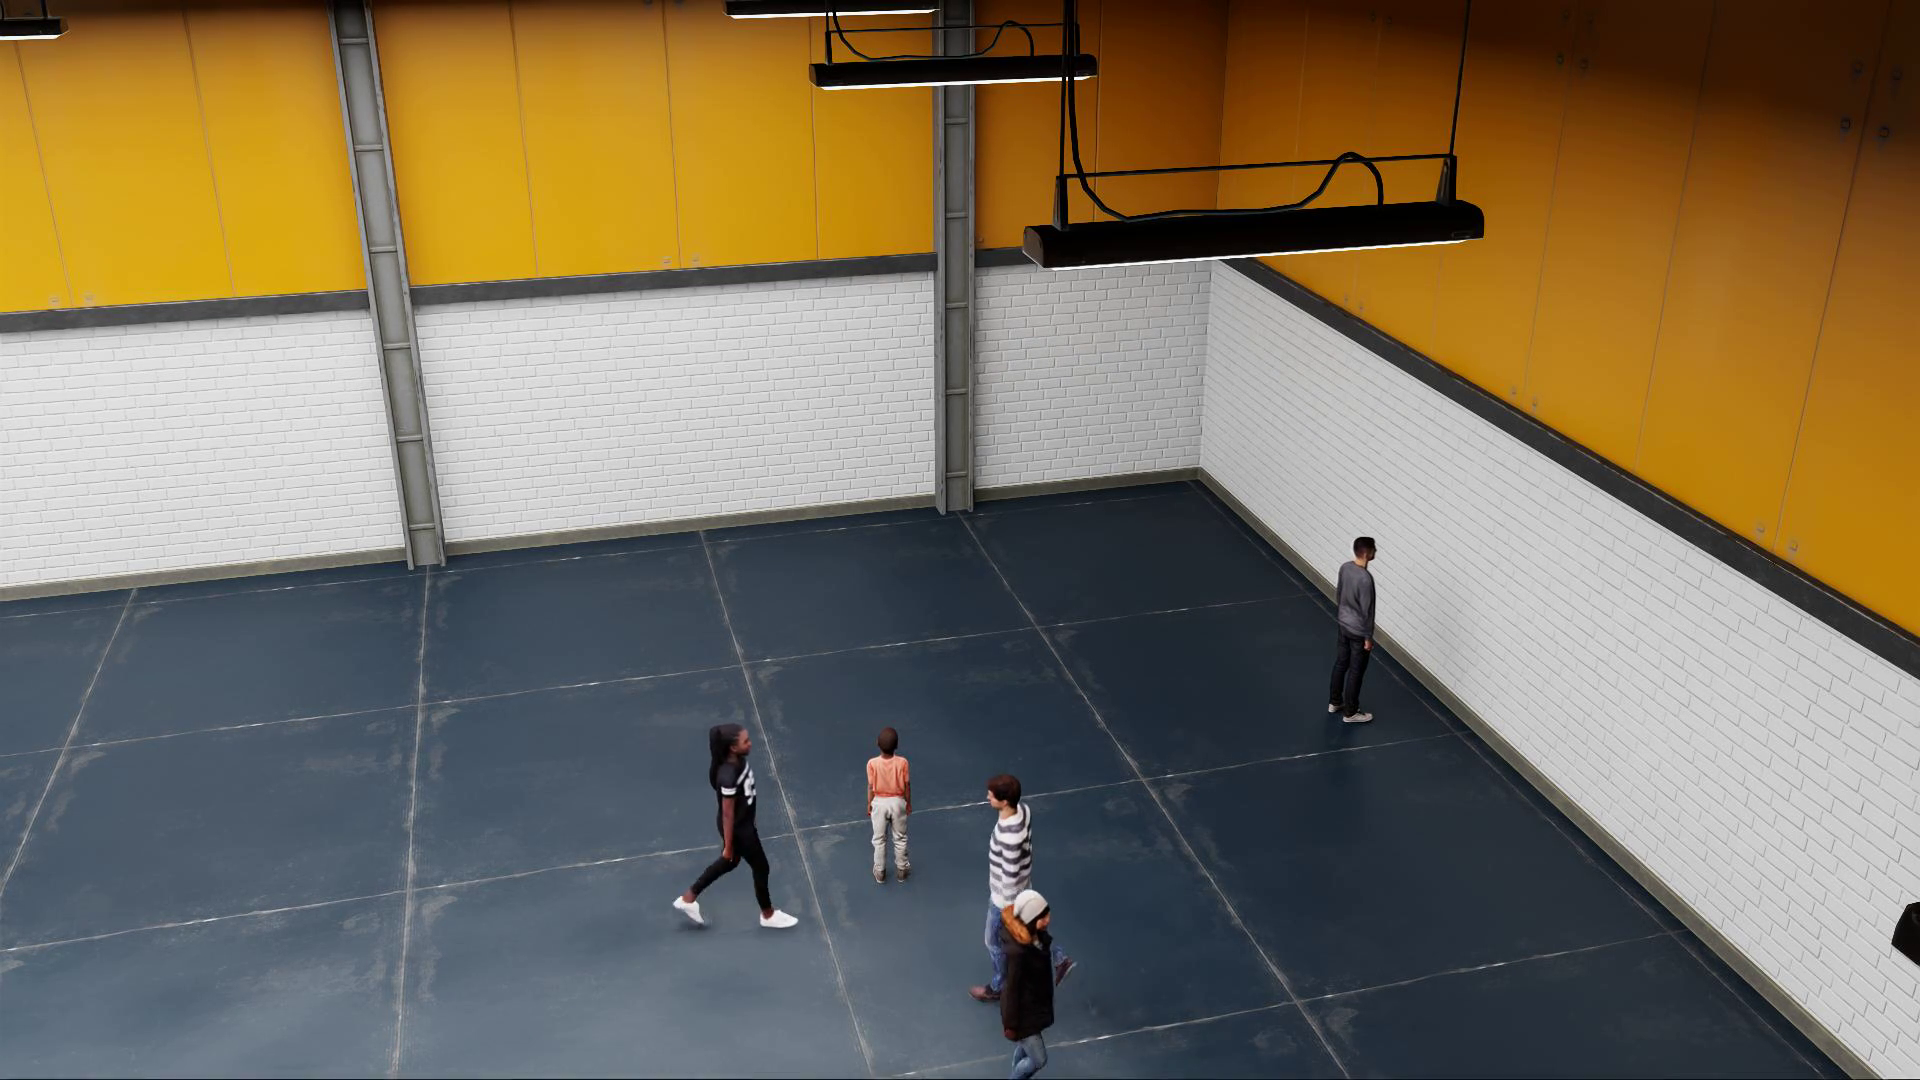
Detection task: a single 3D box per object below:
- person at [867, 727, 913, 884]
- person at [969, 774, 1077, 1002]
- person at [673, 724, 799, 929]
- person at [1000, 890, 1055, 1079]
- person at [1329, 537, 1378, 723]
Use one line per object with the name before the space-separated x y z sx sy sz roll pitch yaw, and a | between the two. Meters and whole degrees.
person | -0.541 2.008 12.635 0.460 1.310 0.592 -1 24 -2
person | 0.431 2.373 11.156 1.079 1.825 0.904 5 24 10
person | -1.688 2.090 11.966 1.196 1.695 0.810 -2 24 -4
person | 0.347 2.862 10.285 0.796 1.628 0.760 9 25 20
person | 3.535 0.783 14.875 0.571 1.760 0.650 -10 26 -22
